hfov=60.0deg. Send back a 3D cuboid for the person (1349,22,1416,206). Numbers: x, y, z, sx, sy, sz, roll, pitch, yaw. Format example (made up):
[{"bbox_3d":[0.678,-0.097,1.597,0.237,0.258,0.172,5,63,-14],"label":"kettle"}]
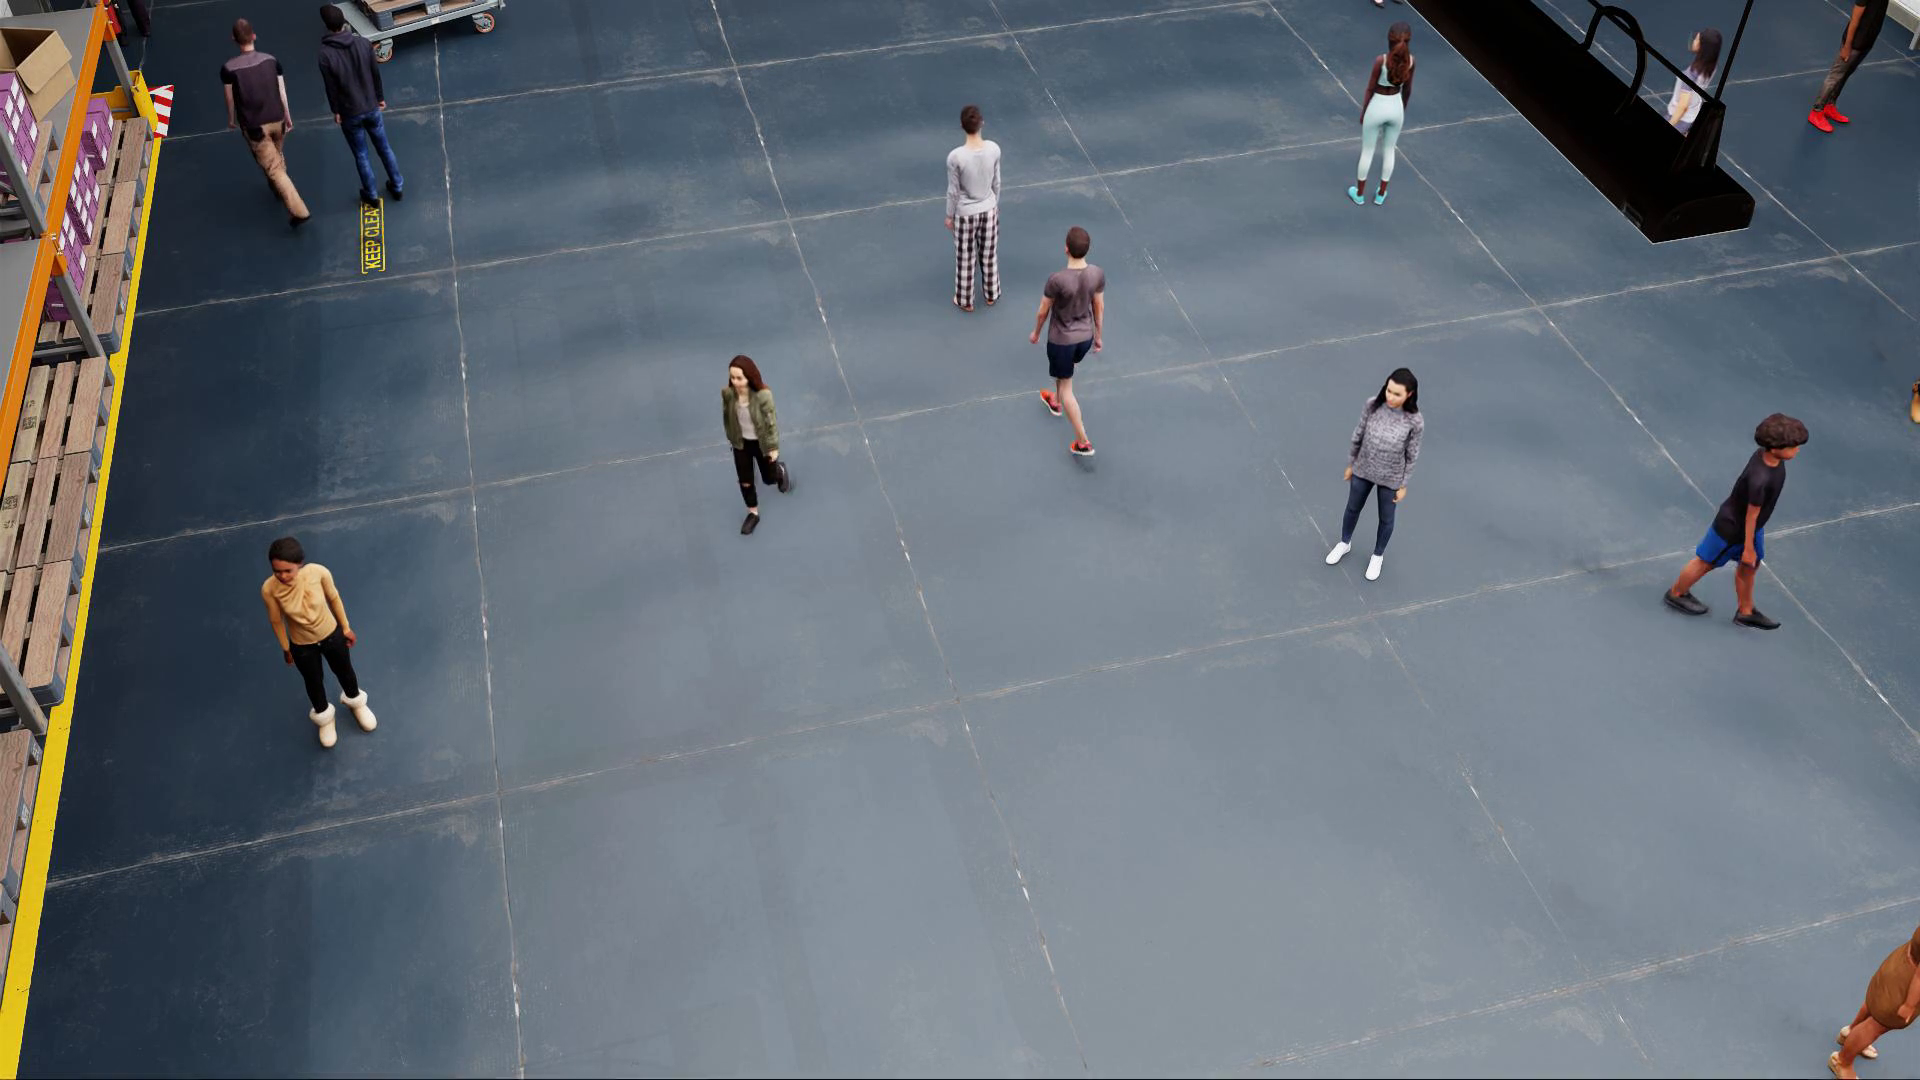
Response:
[{"bbox_3d":[3.807,-3.820,14.927,0.588,1.725,0.574,-4,44,-4],"label":"person"}]

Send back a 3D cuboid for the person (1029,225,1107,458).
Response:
[{"bbox_3d":[0.844,-1.433,12.360,0.831,1.811,1.223,-21,47,-20],"label":"person"}]

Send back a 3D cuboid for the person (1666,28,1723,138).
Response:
[{"bbox_3d":[6.452,-3.761,14.859,0.677,1.734,0.663,33,53,30],"label":"person"}]

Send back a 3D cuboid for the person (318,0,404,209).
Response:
[{"bbox_3d":[-5.369,-3.859,14.850,0.752,1.888,0.752,-34,53,-30],"label":"person"}]

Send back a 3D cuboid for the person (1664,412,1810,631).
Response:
[{"bbox_3d":[5.079,-0.141,11.034,1.071,1.768,0.979,26,49,25],"label":"person"}]

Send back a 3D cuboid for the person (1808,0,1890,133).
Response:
[{"bbox_3d":[8.605,-4.832,15.931,0.717,1.805,0.679,-29,51,-27],"label":"person"}]

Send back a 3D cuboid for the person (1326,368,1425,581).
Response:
[{"bbox_3d":[2.886,-0.476,11.412,0.671,1.733,0.740,24,48,23],"label":"person"}]

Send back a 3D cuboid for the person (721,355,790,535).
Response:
[{"bbox_3d":[-1.446,-0.731,11.877,0.811,1.461,0.935,11,45,11],"label":"person"}]

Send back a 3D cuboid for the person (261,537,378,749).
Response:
[{"bbox_3d":[-4.006,0.600,10.336,0.638,1.658,0.610,-21,48,-21],"label":"person"}]

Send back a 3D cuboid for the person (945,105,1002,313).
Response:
[{"bbox_3d":[0.126,-2.706,13.670,0.647,1.846,0.571,-15,46,-15],"label":"person"}]

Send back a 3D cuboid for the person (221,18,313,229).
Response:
[{"bbox_3d":[-6.101,-3.629,14.680,1.322,1.791,1.100,31,52,29],"label":"person"}]

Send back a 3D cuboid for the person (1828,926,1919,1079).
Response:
[{"bbox_3d":[4.912,2.261,8.573,0.678,1.686,0.648,30,51,28],"label":"person"}]
